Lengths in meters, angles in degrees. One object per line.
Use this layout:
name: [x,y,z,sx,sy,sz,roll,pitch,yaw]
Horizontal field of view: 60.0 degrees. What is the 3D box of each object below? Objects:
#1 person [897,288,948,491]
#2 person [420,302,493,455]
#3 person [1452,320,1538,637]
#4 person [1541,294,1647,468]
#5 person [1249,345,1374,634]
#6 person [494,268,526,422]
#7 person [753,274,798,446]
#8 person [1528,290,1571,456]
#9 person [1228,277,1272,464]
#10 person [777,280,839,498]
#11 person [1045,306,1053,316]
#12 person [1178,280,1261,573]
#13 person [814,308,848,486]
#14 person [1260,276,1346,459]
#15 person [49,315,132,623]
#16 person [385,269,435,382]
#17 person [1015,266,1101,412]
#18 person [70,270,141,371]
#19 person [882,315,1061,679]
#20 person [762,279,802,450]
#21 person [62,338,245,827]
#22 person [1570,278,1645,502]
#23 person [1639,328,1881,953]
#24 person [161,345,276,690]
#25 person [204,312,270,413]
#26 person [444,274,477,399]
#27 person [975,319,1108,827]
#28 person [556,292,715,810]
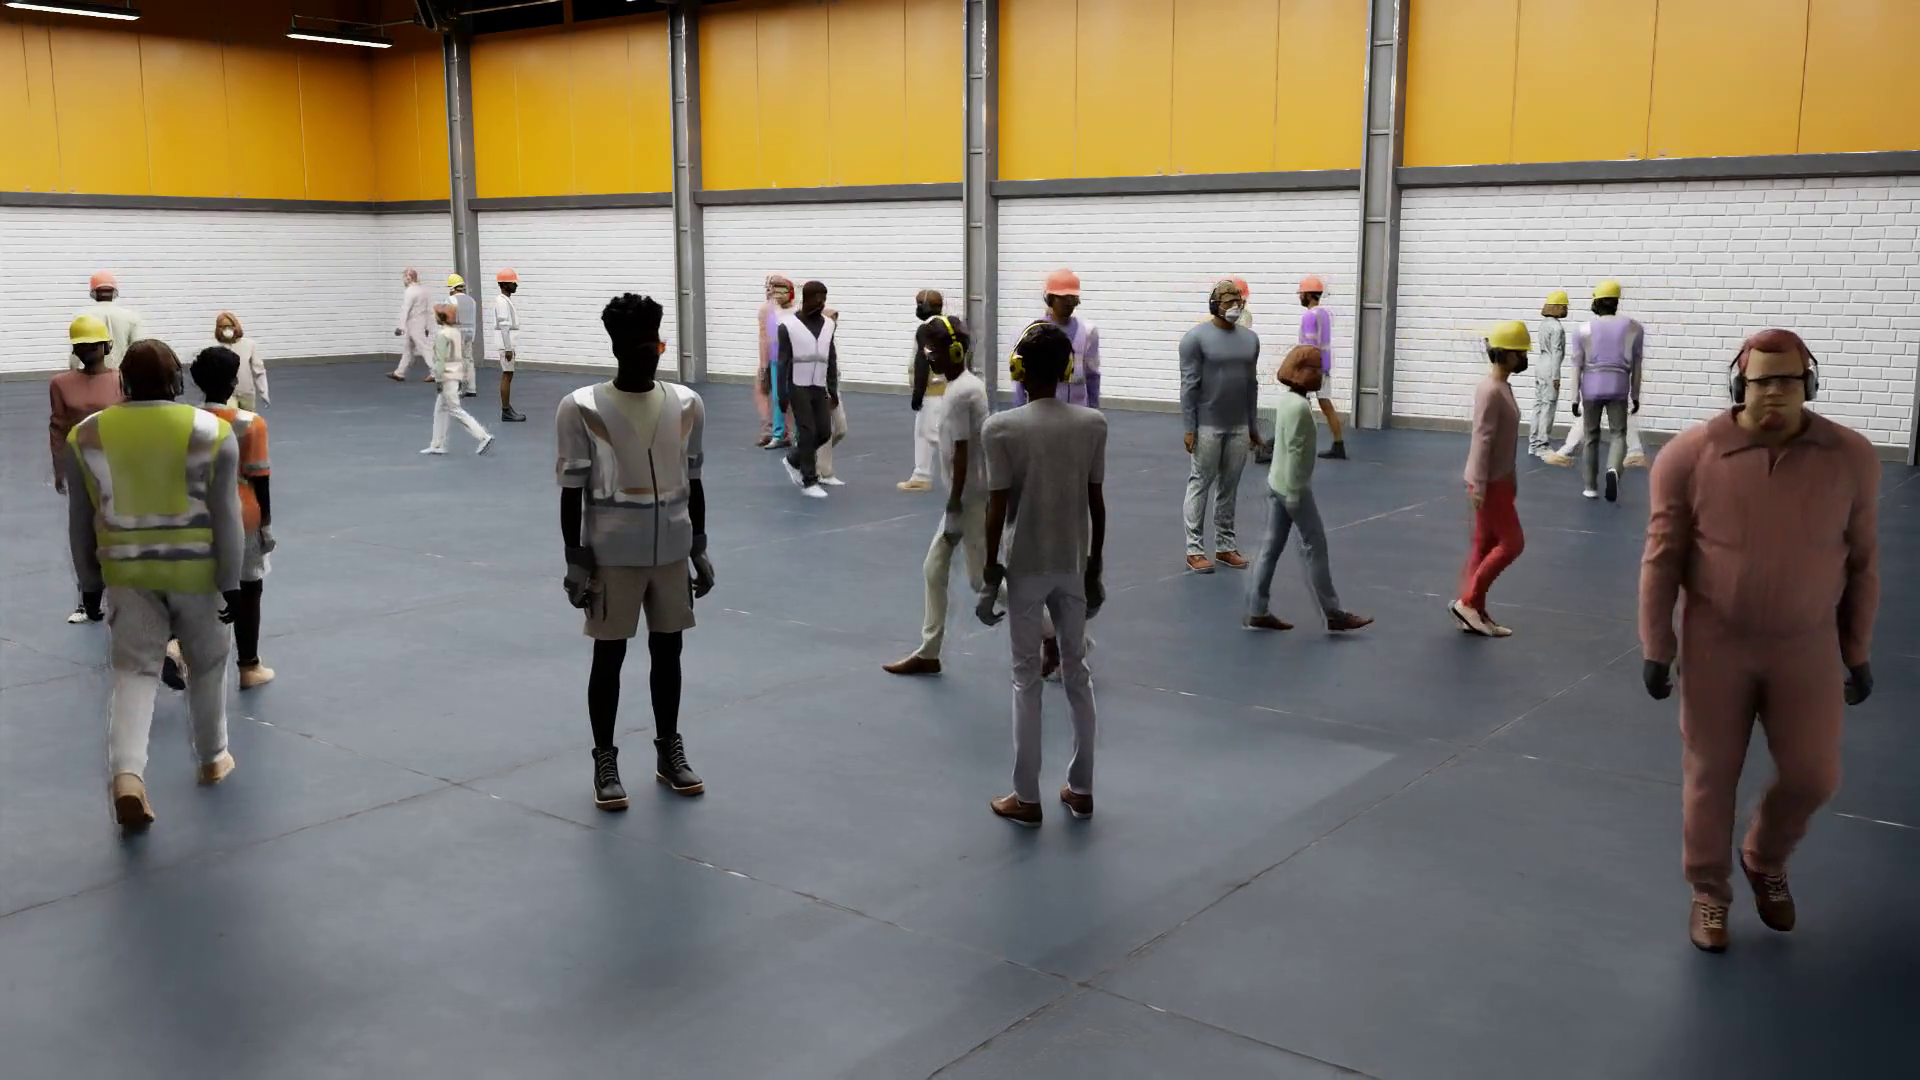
person: [-0.158,-1.309,14.690,0.777,1.818,0.631,2,10,11]
person: [-5.320,-1.689,17.480,0.761,1.611,0.523,0,10,-1]
person: [2.948,-0.322,9.095,0.369,1.749,0.550,5,11,25]
person: [6.336,-1.591,16.392,0.984,1.794,0.642,4,11,23]
person: [1.970,-0.270,9.214,0.752,1.600,0.523,0,10,3]
person: [-5.707,-2.468,21.074,0.362,1.938,0.545,-2,10,-13]
person: [-2.029,-1.969,18.300,0.476,1.890,0.666,8,13,40]
person: [6.198,-1.738,17.423,0.330,1.735,0.487,0,10,0]
person: [2.787,-1.695,16.757,0.620,1.877,0.814,-8,13,-39]
person: [-1.369,-1.318,14.516,0.607,1.888,0.574,-10,14,-44]
person: [1.100,-1.919,18.791,0.525,1.611,0.583,3,10,19]
person: [1.741,-0.755,11.095,0.627,1.940,0.372,-5,11,-28]
person: [-1.255,-1.308,15.222,0.413,1.627,0.528,3,10,19]
person: [3.588,-1.782,17.227,0.996,1.880,0.568,7,12,35]
person: [-4.938,-0.405,9.564,0.522,1.768,0.311,-2,10,-12]
person: [-9.058,-3.529,27.482,0.990,1.853,0.653,0,10,-2]
person: [0.699,-0.902,11.697,0.617,2.025,0.506,-4,11,-22]
person: [-8.132,-1.591,15.904,0.622,1.962,0.926,-8,13,-40]
person: [0.096,-0.199,8.206,0.902,1.827,0.520,1,10,3]
person: [-1.858,-1.888,17.975,0.571,1.840,0.374,3,10,18]
person: [-3.036,0.143,6.293,0.628,1.806,0.923,-3,10,-14]
person: [5.491,-1.265,14.150,0.597,1.907,0.758,3,10,18]
person: [2.391,0.316,5.000,0.673,1.891,0.435,3,10,15]
person: [-3.534,-0.076,7.878,0.540,1.679,0.559,1,10,8]
person: [-6.696,-1.313,15.361,0.505,1.588,0.862,-7,12,-34]
person: [-7.320,-2.964,24.310,0.404,1.824,0.586,5,11,25]
person: [0.298,0.128,6.154,0.519,1.873,0.335,-4,10,-21]
person: [-1.234,0.038,6.393,0.615,1.964,0.361,-6,12,-33]
